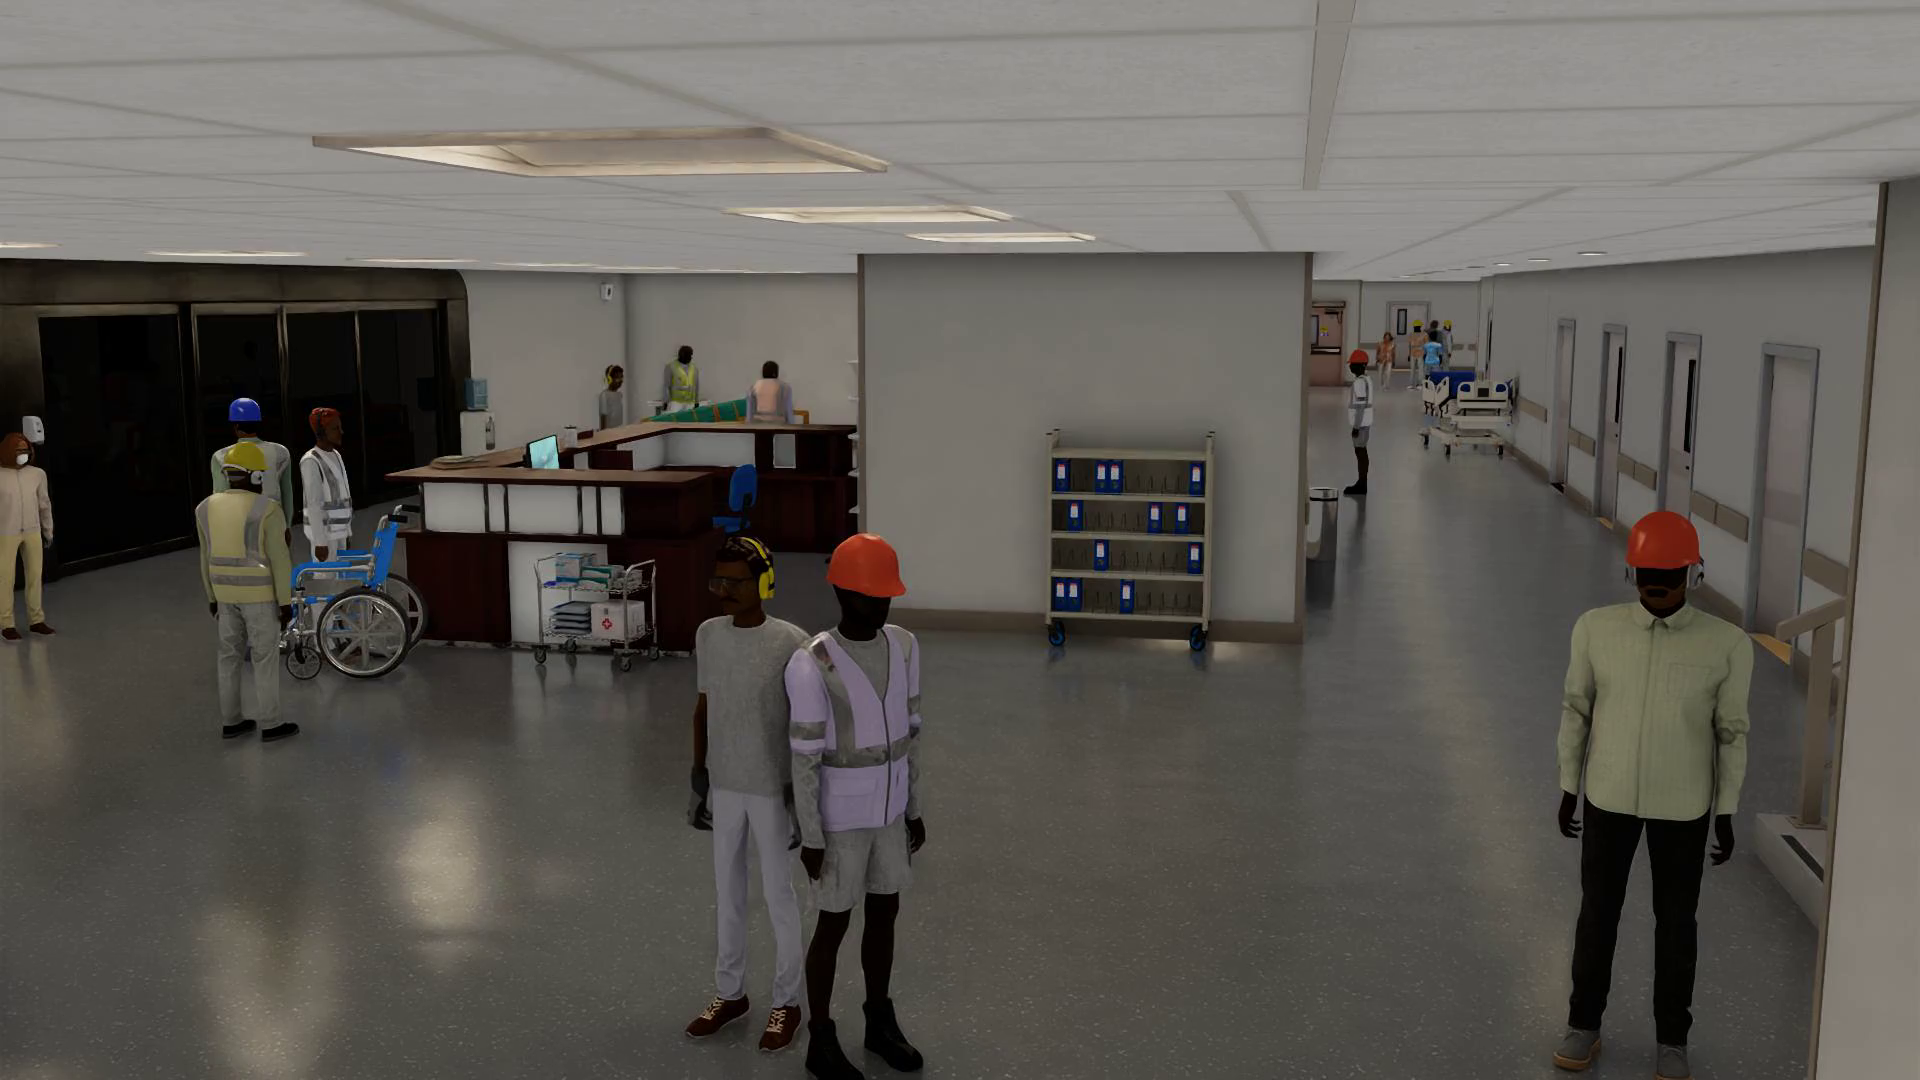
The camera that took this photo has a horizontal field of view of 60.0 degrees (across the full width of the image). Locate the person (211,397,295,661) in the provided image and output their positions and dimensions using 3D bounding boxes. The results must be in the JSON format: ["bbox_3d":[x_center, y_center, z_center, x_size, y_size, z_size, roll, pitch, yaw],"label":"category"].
[{"bbox_3d":[-5.222,-0.079,12.310,0.384,1.949,0.604,7,11,39],"label":"person"}]

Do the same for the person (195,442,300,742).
[{"bbox_3d":[-4.314,0.318,10.106,0.596,1.824,0.403,2,9,15],"label":"person"}]

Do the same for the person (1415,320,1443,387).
[{"bbox_3d":[13.192,-5.223,46.686,0.664,1.898,0.404,2,9,15],"label":"person"}]

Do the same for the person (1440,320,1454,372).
[{"bbox_3d":[14.426,-5.602,49.340,0.404,1.832,0.598,-2,9,-13],"label":"person"}]

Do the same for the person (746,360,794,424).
[{"bbox_3d":[-2.485,-1.428,21.702,0.635,1.819,0.605,1,9,9],"label":"person"}]

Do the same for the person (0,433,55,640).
[{"bbox_3d":[-7.389,-0.032,13.079,0.286,1.628,0.505,6,10,33],"label":"person"}]

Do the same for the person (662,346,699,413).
[{"bbox_3d":[-4.603,-2.292,27.458,0.673,1.820,0.502,-8,12,-42],"label":"person"}]

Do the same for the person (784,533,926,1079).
[{"bbox_3d":[-0.330,0.928,5.717,0.539,1.929,0.384,-8,12,-44],"label":"person"}]

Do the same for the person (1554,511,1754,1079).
[{"bbox_3d":[2.378,0.886,5.757,0.608,1.995,0.377,4,10,27],"label":"person"}]

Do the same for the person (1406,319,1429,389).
[{"bbox_3d":[12.555,-5.091,45.653,0.383,1.923,0.589,-8,12,-44],"label":"person"}]

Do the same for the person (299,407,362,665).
[{"bbox_3d":[-4.618,-0.031,12.202,0.347,1.882,0.584,-1,9,-4],"label":"person"}]

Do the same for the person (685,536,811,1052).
[{"bbox_3d":[-0.767,0.908,6.023,0.531,1.871,0.322,4,9,24],"label":"person"}]

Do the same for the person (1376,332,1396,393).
[{"bbox_3d":[11.382,-4.758,44.435,0.527,1.616,0.629,3,9,20],"label":"person"}]

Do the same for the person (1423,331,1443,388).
[{"bbox_3d":[11.992,-4.457,42.185,0.535,1.700,0.318,8,12,42],"label":"person"}]

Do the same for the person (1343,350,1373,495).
[{"bbox_3d":[5.326,-1.572,22.256,0.373,1.939,0.545,4,9,23],"label":"person"}]
